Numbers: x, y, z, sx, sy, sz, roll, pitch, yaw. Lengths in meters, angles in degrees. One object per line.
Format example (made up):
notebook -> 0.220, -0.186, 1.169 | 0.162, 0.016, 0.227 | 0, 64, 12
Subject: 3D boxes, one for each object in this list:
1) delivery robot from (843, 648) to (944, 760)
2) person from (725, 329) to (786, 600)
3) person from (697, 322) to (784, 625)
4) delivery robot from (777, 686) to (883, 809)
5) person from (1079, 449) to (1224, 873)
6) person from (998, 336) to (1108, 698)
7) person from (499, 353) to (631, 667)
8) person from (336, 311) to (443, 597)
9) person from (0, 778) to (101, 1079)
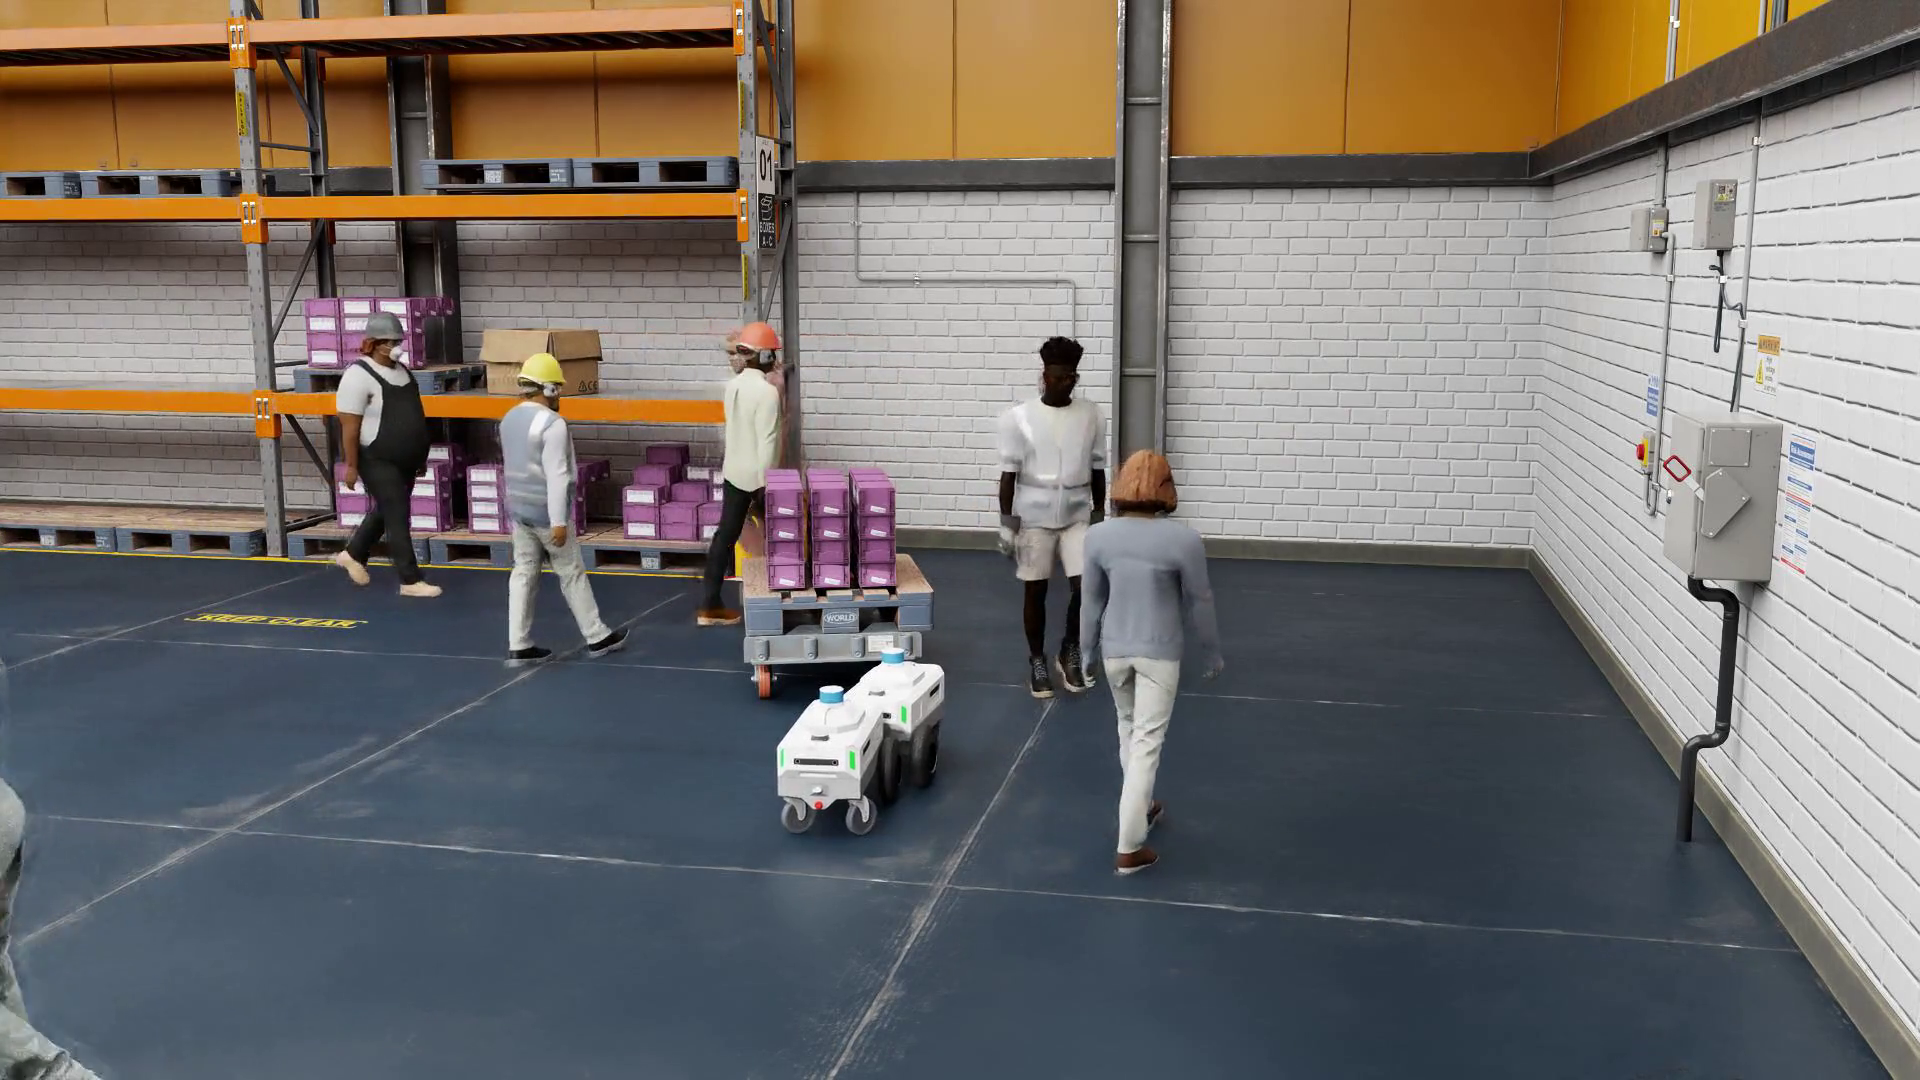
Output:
delivery robot -> -0.307, 0.740, 7.634 | 0.477, 0.478, 0.707 | 2, 10, 13
person -> -1.408, -0.511, 11.464 | 0.510, 1.874, 0.695 | -2, 10, -10
person -> -1.288, -0.426, 10.768 | 1.042, 1.944, 0.620 | -8, 12, -40
delivery robot -> -0.534, 0.854, 6.946 | 0.477, 0.478, 0.707 | 1, 9, 6
person -> 0.770, 0.448, 6.530 | 0.515, 1.604, 0.766 | 6, 11, 33
person -> 0.489, -0.110, 8.854 | 0.629, 1.941, 0.454 | -1, 10, -8
person -> -2.350, -0.180, 9.695 | 0.622, 1.799, 0.752 | 8, 13, 41
person -> -4.104, -0.632, 11.713 | 0.939, 2.000, 0.708 | 3, 10, 16
person -> -2.541, 0.778, 4.185 | 0.428, 1.713, 0.517 | -5, 11, -28
